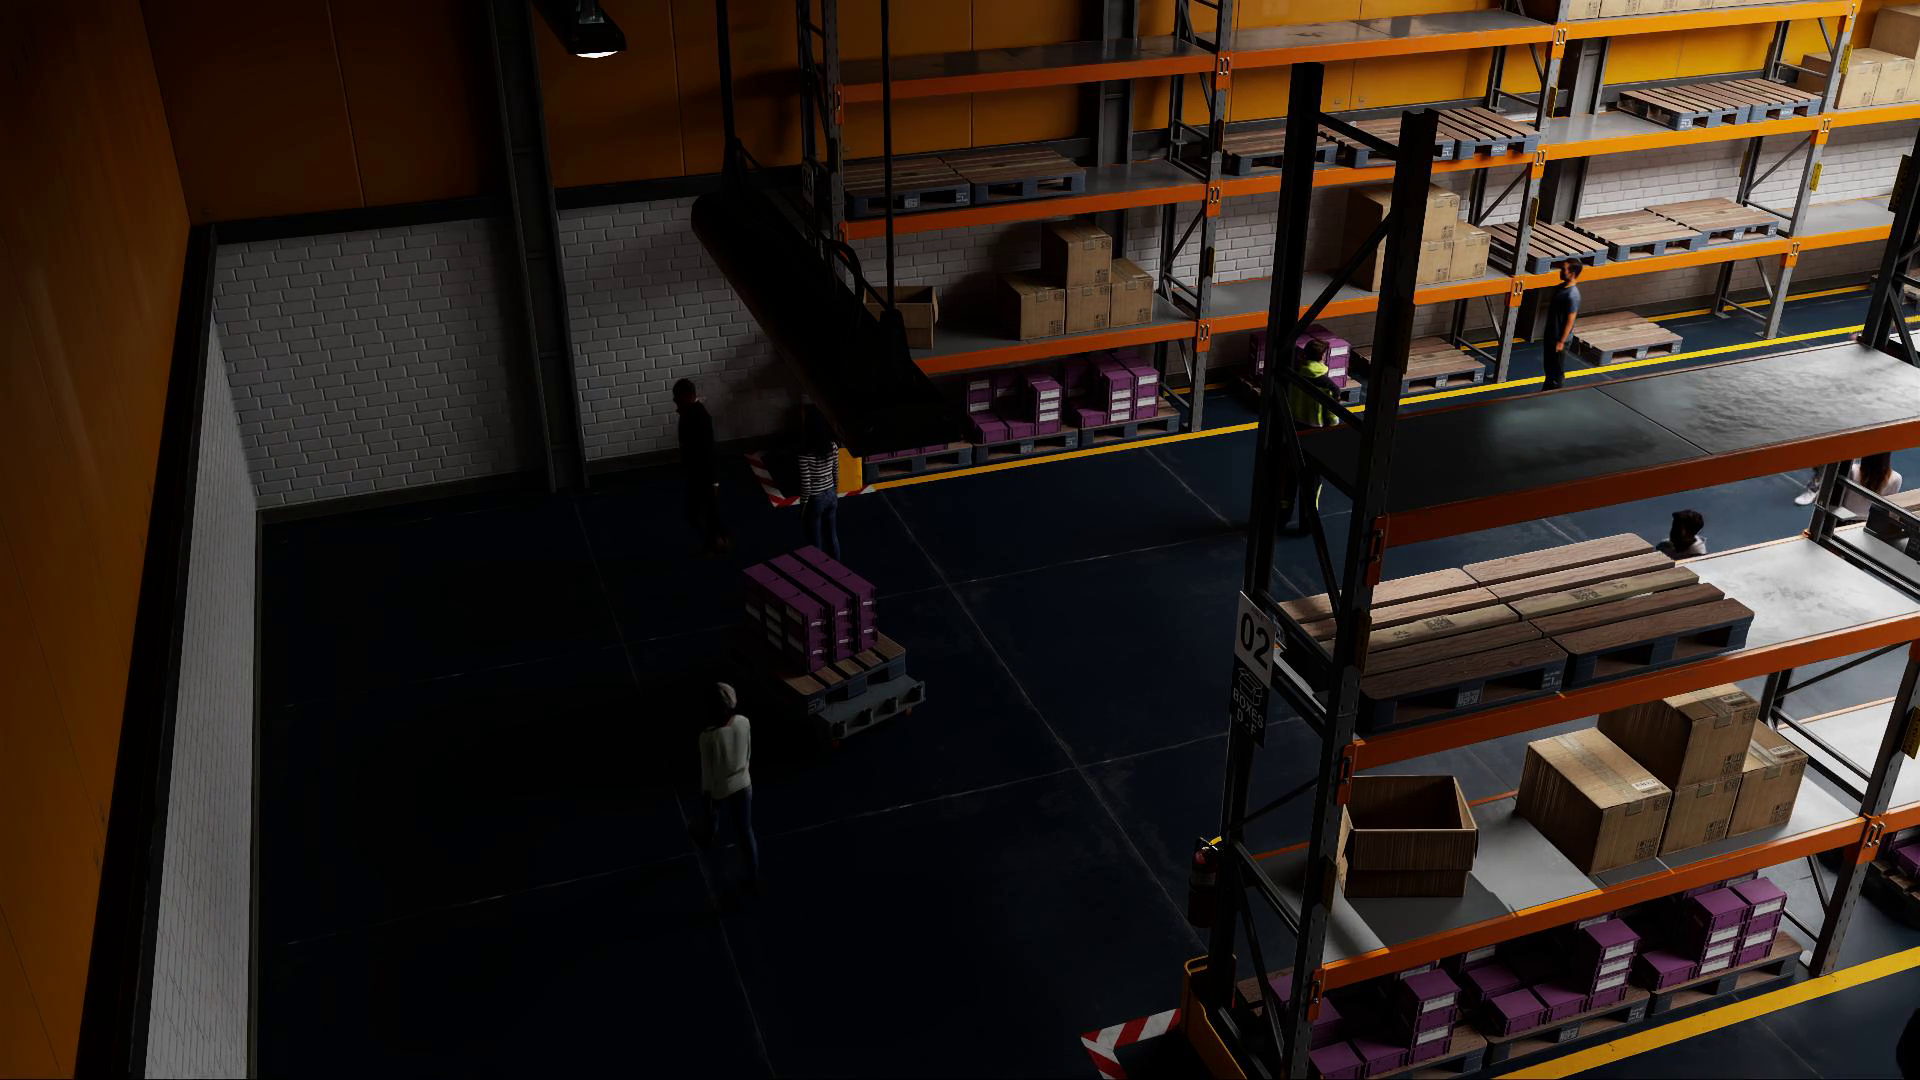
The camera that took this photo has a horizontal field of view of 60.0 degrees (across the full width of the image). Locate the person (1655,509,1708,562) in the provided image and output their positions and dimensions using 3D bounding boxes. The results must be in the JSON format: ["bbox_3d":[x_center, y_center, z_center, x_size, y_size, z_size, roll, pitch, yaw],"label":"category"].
[{"bbox_3d":[5.614,0.609,13.045,1.187,1.900,0.722,-8,30,-15],"label":"person"}]

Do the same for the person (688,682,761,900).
[{"bbox_3d":[-1.538,1.720,11.324,1.105,1.597,0.890,-20,35,-33],"label":"person"}]

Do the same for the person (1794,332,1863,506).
[{"bbox_3d":[8.706,-1.228,16.503,0.765,1.813,0.706,-12,31,-21],"label":"person"}]

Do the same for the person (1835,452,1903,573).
[{"bbox_3d":[7.888,-0.152,14.673,0.770,1.677,0.853,9,30,16],"label":"person"}]

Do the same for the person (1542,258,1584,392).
[{"bbox_3d":[6.623,-2.247,18.374,0.678,1.810,0.718,1,29,2],"label":"person"}]

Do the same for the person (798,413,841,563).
[{"bbox_3d":[-1.251,-0.306,14.830,0.699,1.797,0.557,25,38,38],"label":"person"}]

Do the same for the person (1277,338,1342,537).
[{"bbox_3d":[3.306,-1.002,15.913,0.874,1.982,0.872,20,34,32],"label":"person"}]

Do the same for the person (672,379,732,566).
[{"bbox_3d":[-2.305,-0.626,15.336,0.728,1.874,0.868,-9,30,-16],"label":"person"}]
